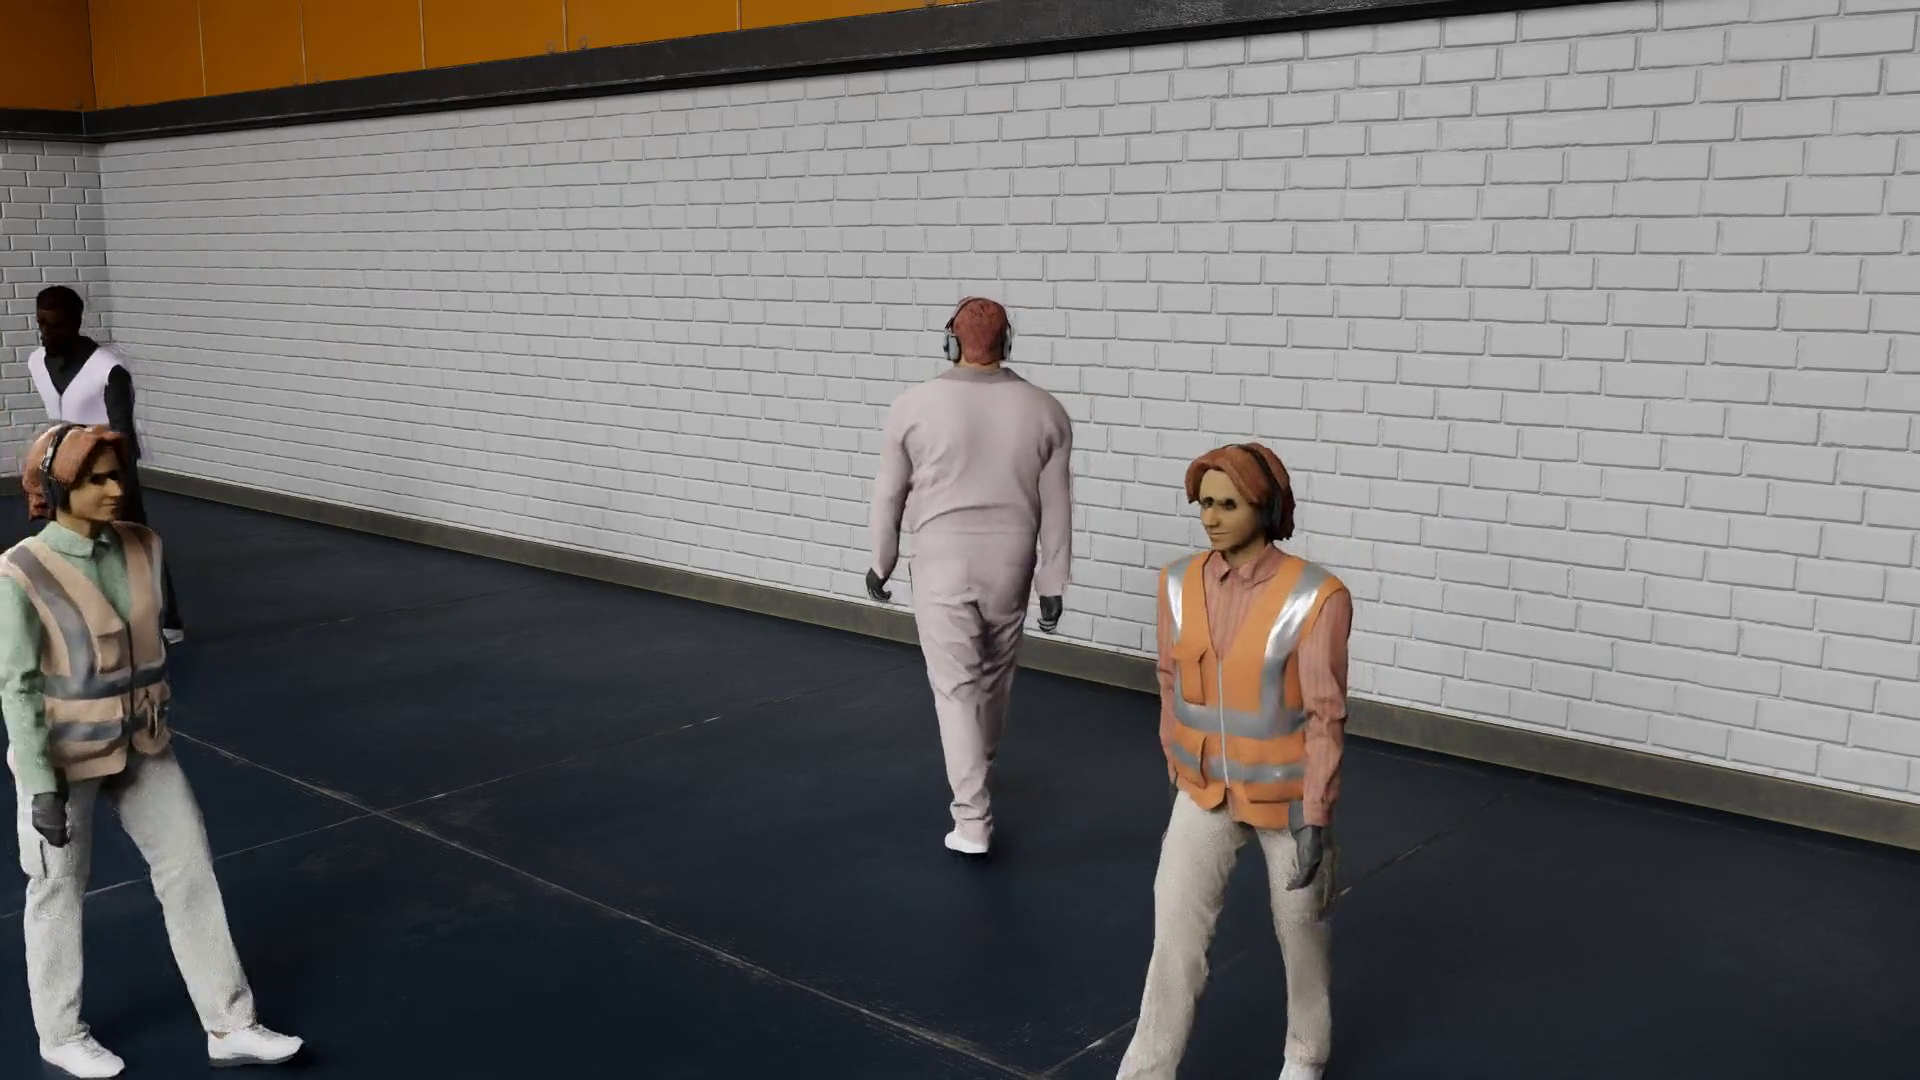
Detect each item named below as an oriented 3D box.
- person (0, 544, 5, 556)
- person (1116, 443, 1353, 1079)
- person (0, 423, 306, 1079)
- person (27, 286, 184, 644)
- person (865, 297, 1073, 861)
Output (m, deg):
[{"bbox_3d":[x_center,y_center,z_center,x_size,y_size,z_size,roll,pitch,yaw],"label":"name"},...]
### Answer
[{"bbox_3d":[-5.753,-0.526,9.238,0.999,1.889,0.561,-2,10,-11],"label":"person"},{"bbox_3d":[0.606,0.591,3.670,0.531,1.593,0.845,8,13,39],"label":"person"},{"bbox_3d":[-1.955,0.534,3.933,0.763,1.607,0.546,3,11,18],"label":"person"},{"bbox_3d":[-4.227,-0.301,8.065,0.631,1.839,0.997,3,10,18],"label":"person"},{"bbox_3d":[0.028,0.101,5.747,0.661,1.855,1.018,-2,10,-13],"label":"person"}]
